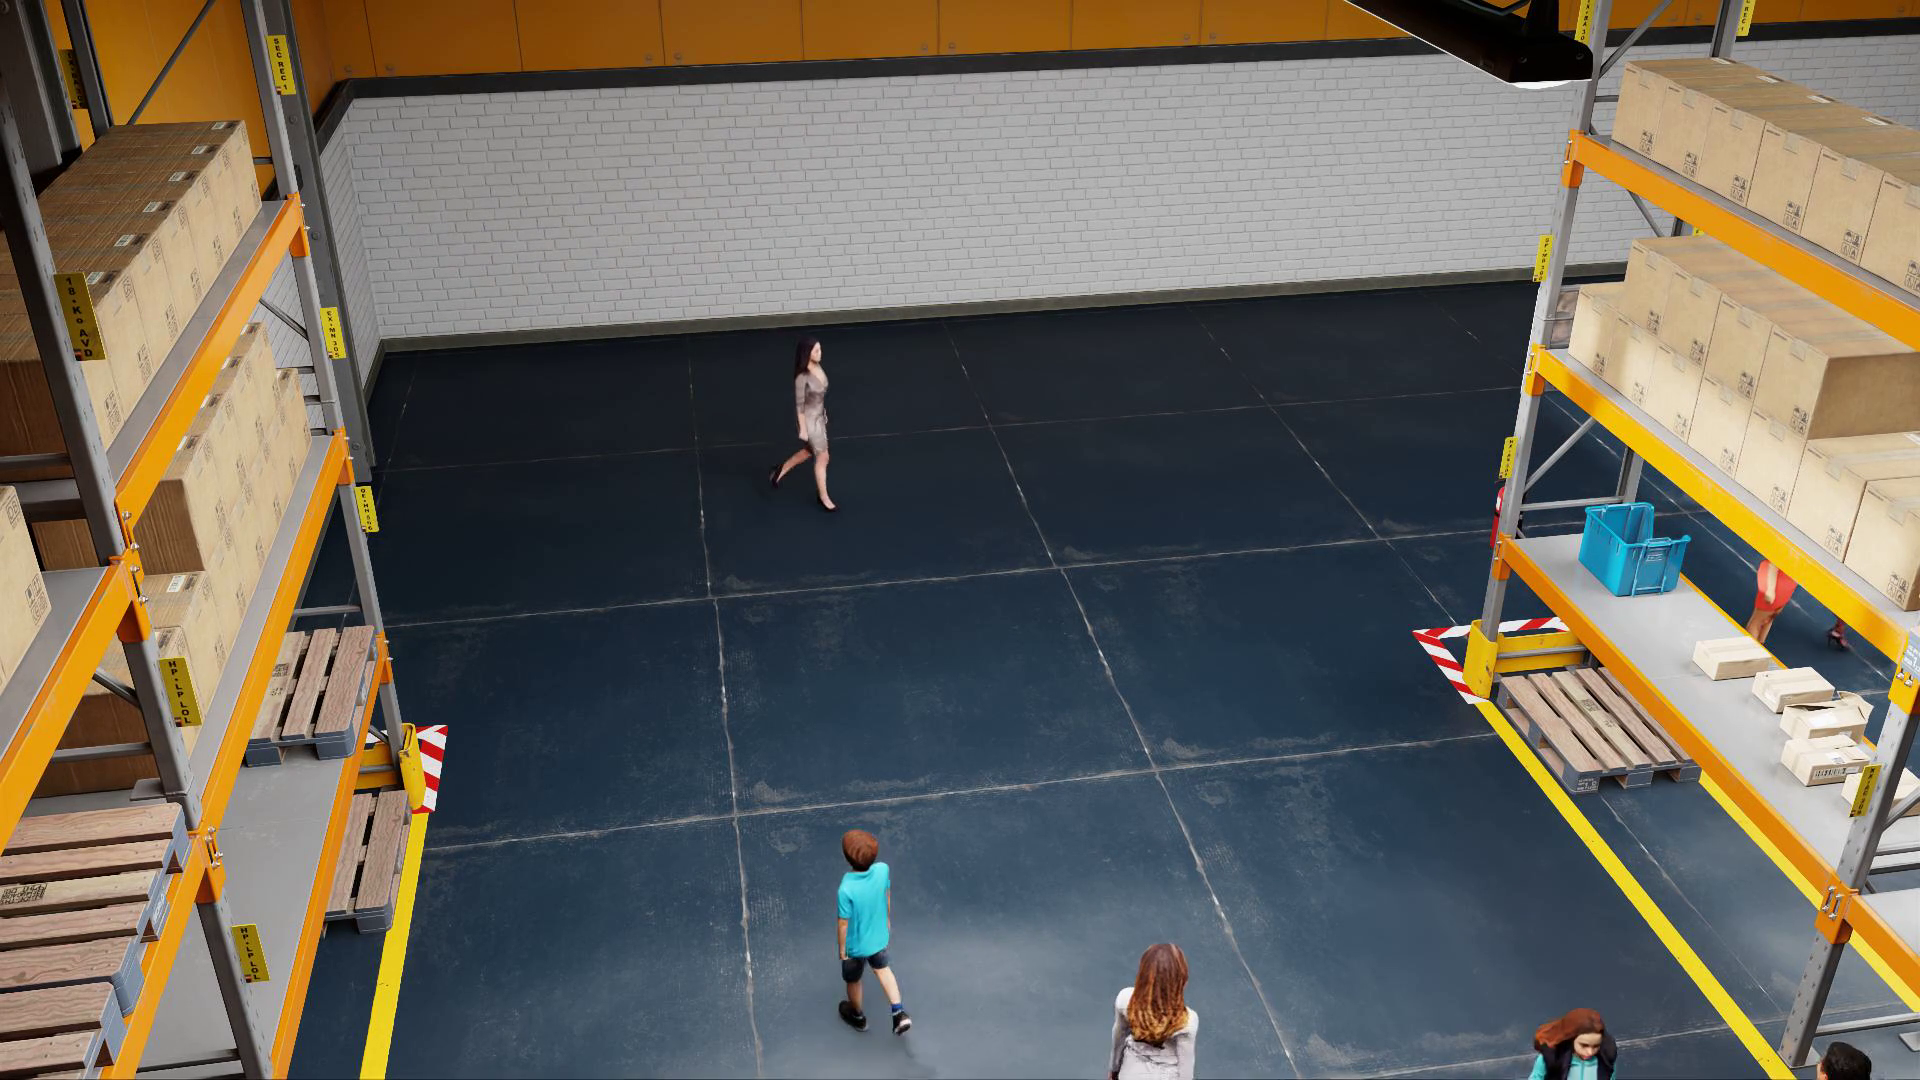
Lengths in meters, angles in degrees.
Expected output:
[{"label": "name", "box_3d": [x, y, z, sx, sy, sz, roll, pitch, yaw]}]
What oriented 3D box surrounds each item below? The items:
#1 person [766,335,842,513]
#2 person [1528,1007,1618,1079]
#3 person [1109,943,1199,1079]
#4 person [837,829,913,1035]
[{"label": "person", "box_3d": [-1.415, -1.063, 15.110, 0.879, 1.729, 0.975, 6, 29, 10]}, {"label": "person", "box_3d": [2.966, 2.816, 8.265, 0.588, 1.474, 0.906, 0, 29, -1]}, {"label": "person", "box_3d": [0.904, 2.739, 8.134, 0.967, 1.735, 1.159, 11, 30, 19]}, {"label": "person", "box_3d": [-0.492, 2.242, 9.351, 0.734, 1.442, 0.861, -21, 35, -34]}]
